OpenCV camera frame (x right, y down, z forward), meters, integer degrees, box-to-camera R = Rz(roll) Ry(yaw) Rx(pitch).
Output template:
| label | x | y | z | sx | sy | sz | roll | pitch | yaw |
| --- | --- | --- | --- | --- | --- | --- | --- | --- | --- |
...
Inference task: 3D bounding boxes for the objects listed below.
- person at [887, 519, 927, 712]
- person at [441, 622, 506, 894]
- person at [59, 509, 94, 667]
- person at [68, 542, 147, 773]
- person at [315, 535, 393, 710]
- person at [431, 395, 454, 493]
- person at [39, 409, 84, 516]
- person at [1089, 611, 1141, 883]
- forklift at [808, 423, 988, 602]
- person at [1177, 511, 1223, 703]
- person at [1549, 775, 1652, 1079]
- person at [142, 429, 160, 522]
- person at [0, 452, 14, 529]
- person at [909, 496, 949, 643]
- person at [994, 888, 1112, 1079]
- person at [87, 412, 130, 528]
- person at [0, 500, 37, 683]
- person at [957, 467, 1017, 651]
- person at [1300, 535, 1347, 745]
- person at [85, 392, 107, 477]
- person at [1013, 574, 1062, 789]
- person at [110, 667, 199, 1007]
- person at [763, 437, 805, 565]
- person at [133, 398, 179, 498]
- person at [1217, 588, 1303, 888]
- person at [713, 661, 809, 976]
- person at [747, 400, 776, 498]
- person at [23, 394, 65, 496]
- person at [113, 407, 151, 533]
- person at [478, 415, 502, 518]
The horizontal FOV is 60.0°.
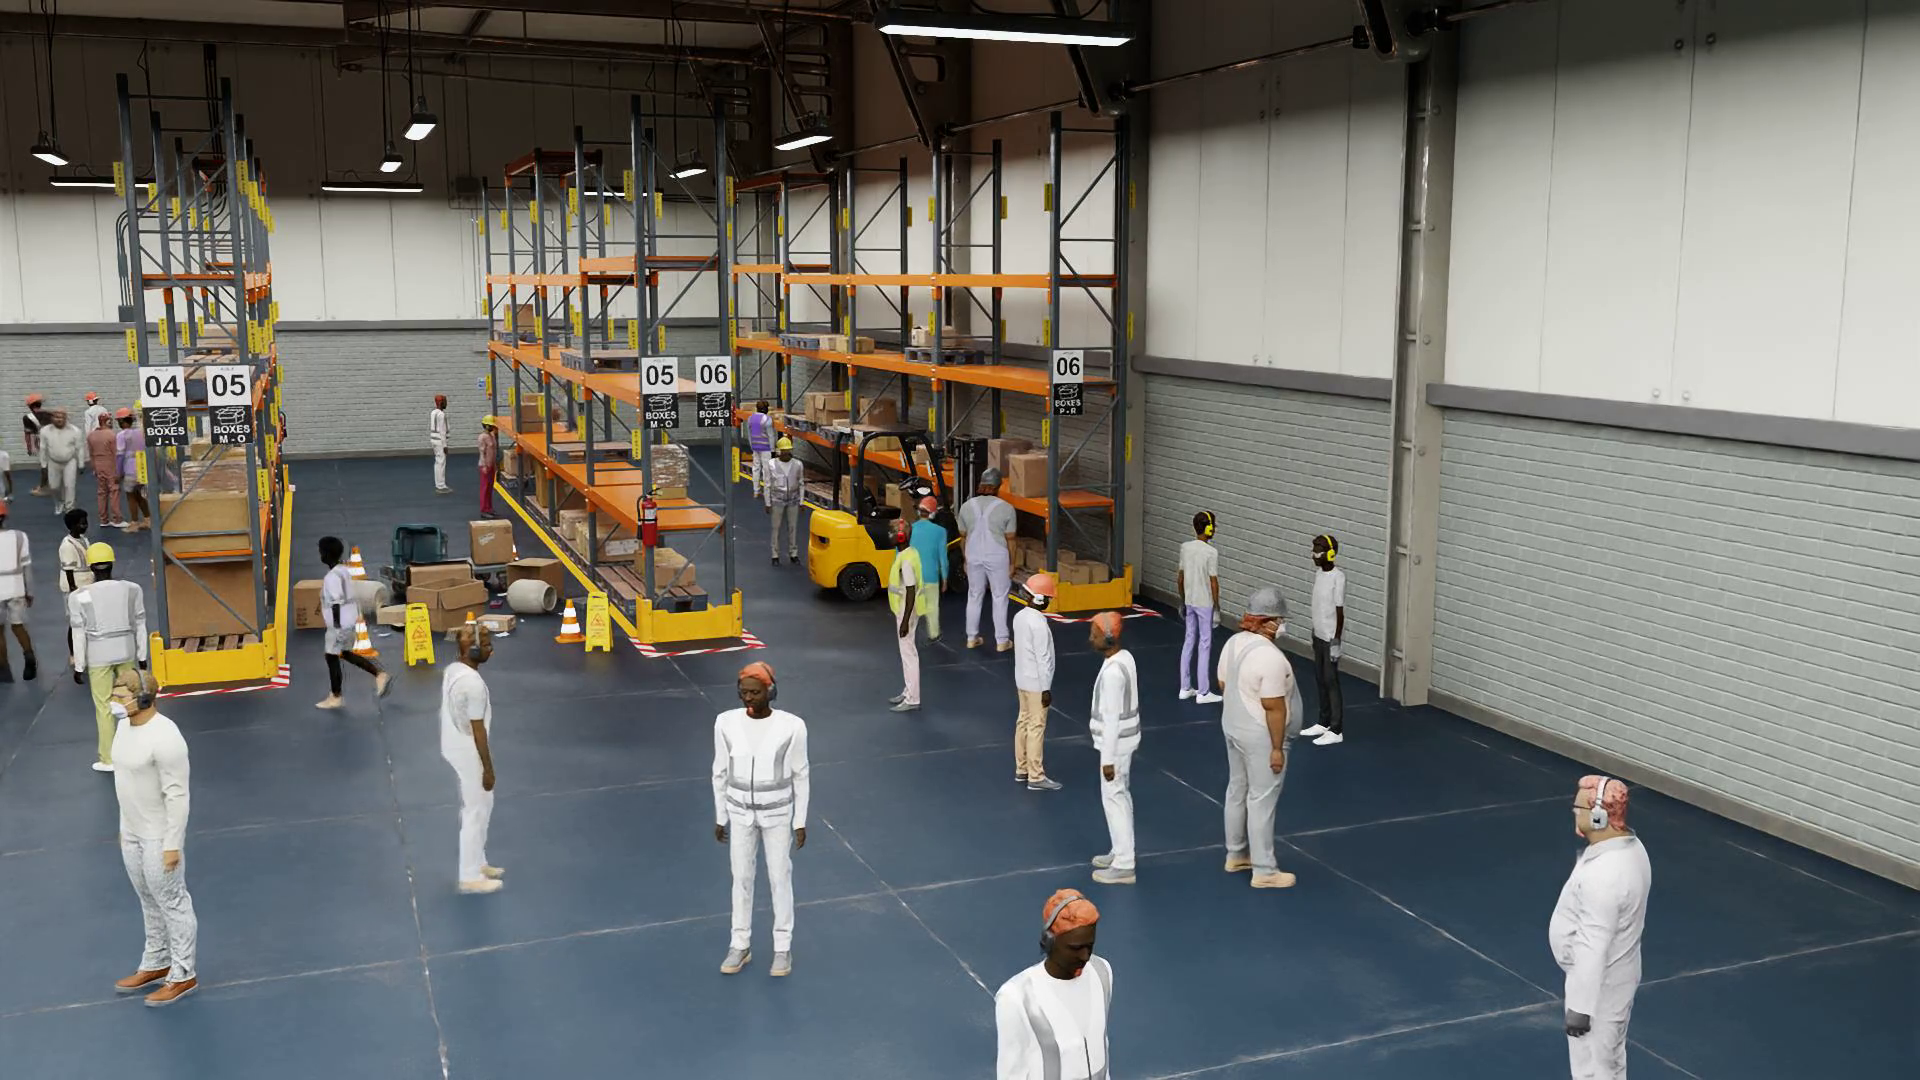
| label | x | y | z | sx | sy | sz | roll | pitch | yaw |
| --- | --- | --- | --- | --- | --- | --- | --- | --- | --- |
| person | -0.501 | 0.710 | 15.788 | 0.372 | 1.843 | 0.571 | -1 | 9 | -3 |
| person | -3.240 | 1.454 | 11.135 | 0.426 | 1.832 | 0.560 | -6 | 11 | -33 |
| person | -9.323 | 0.504 | 17.588 | 0.321 | 1.686 | 0.539 | -1 | 9 | -9 |
| person | -7.092 | 0.976 | 13.868 | 0.381 | 1.923 | 0.591 | 9 | 12 | 43 |
| person | -5.826 | 0.785 | 15.862 | 0.640 | 1.678 | 0.535 | -1 | 9 | -7 |
| person | -9.888 | -1.831 | 31.689 | 0.359 | 1.880 | 0.575 | -5 | 10 | -30 |
| person | -15.264 | -1.293 | 28.271 | 0.677 | 1.888 | 0.425 | -4 | 10 | -21 |
| person | 1.055 | 1.402 | 11.354 | 0.348 | 1.875 | 0.573 | 2 | 9 | 13 |
| forklift | -0.830 | -0.399 | 21.676 | 2.313 | 2.155 | 1.214 | -4 | 10 | -21 |
| person | 2.330 | 0.646 | 16.134 | 0.309 | 1.864 | 0.535 | -7 | 11 | -36 |
| person | 2.871 | 1.997 | 7.535 | 0.400 | 1.902 | 0.649 | 6 | 11 | 32 |
| person | -13.415 | -1.039 | 27.569 | 0.318 | 1.610 | 0.627 | -7 | 12 | -38 |
| person | -14.284 | -0.670 | 24.538 | 0.550 | 1.822 | 0.960 | -5 | 10 | -27 |
| person | -0.420 | 0.367 | 18.408 | 0.610 | 1.712 | 0.893 | 2 | 9 | 13 |
| person | 0.374 | 2.210 | 6.218 | 0.574 | 1.887 | 0.355 | -9 | 12 | -43 |
| person | -13.943 | -1.147 | 27.282 | 0.639 | 1.910 | 0.406 | 4 | 10 | 21 |
| person | -9.607 | 0.526 | 16.735 | 0.661 | 1.915 | 0.548 | 9 | 13 | 44 |
| person | 0.342 | 0.197 | 18.407 | 0.686 | 2.000 | 0.535 | 4 | 10 | 25 |
| person | 3.236 | 0.872 | 14.734 | 0.316 | 1.860 | 0.513 | -2 | 9 | -12 |
| person | -17.809 | -2.175 | 34.271 | 0.349 | 1.743 | 0.563 | 2 | 9 | 14 |
| person | 0.623 | 1.134 | 13.435 | 0.333 | 1.743 | 0.559 | -3 | 10 | -19 |
| person | -4.598 | 1.669 | 9.459 | 0.627 | 1.940 | 0.371 | 7 | 12 | 38 |
| person | -2.504 | -0.554 | 23.770 | 0.600 | 1.836 | 0.404 | -3 | 10 | -19 |
| person | -15.012 | -1.716 | 30.963 | 0.593 | 1.882 | 0.879 | 6 | 11 | 33 |
| person | 2.069 | 1.319 | 11.343 | 0.536 | 2.000 | 0.682 | -3 | 10 | -19 |
| person | -1.176 | 1.640 | 9.821 | 0.574 | 1.881 | 0.357 | 2 | 9 | 10 |
| person | -3.644 | -1.678 | 30.835 | 0.627 | 1.844 | 0.429 | 7 | 11 | 37 |
| person | -16.934 | -1.729 | 30.888 | 1.170 | 1.960 | 0.592 | 3 | 10 | 20 |
| person | -13.354 | -1.120 | 26.756 | 0.449 | 2.027 | 0.652 | 1 | 9 | 3 |
| person | -8.051 | -1.259 | 28.451 | 0.329 | 1.762 | 0.523 | 1 | 9 | 8 |
